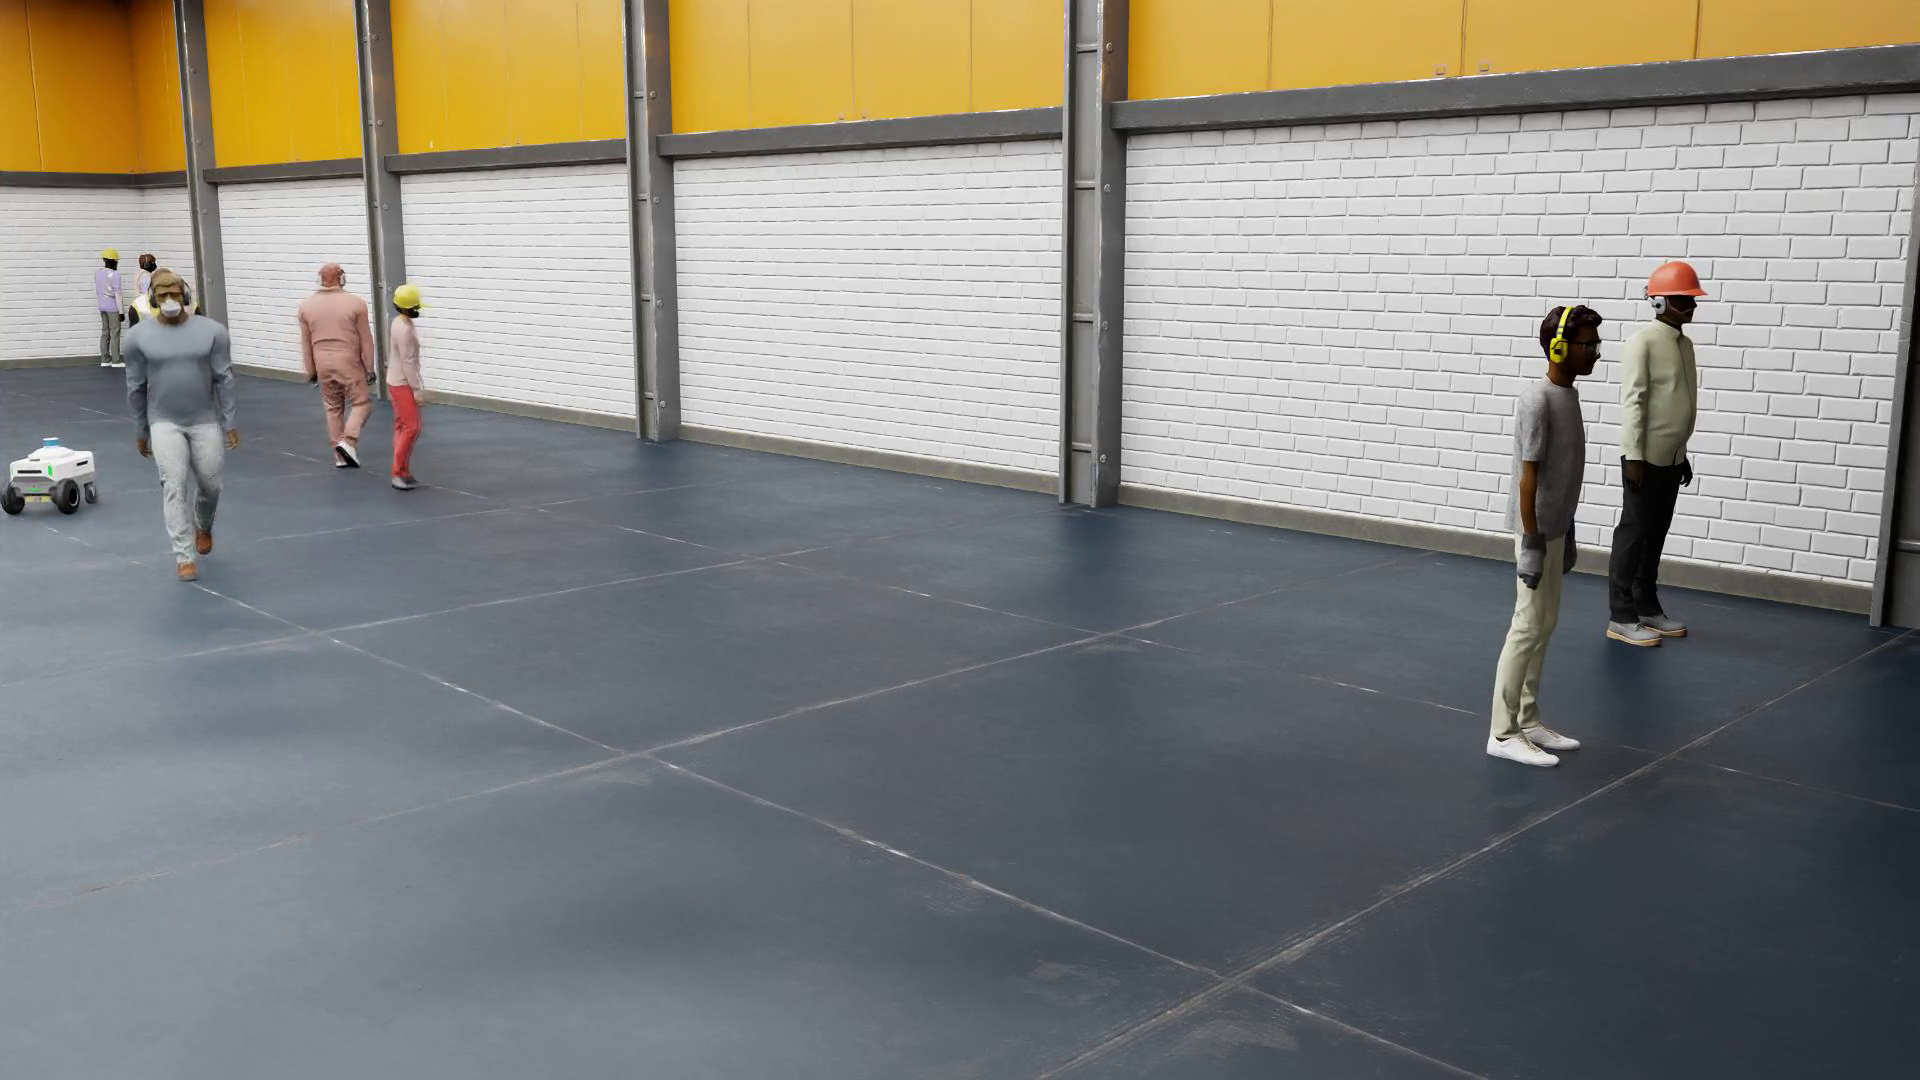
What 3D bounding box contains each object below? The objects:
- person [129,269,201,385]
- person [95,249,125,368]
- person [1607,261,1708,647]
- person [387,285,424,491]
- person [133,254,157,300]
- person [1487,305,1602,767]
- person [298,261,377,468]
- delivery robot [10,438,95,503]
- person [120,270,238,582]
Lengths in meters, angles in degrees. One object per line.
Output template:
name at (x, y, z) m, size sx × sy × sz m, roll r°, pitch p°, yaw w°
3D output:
person at (-7.654, -1.696, 16.043) m, size 0.649 × 1.808 × 0.859 m, roll -6°, pitch 12°, yaw -30°
person at (-13.710, -3.742, 26.901) m, size 0.582 × 1.918 × 0.404 m, roll 6°, pitch 12°, yaw 29°
person at (3.671, -0.454, 8.740) m, size 0.611 × 1.996 × 0.379 m, roll -9°, pitch 14°, yaw -41°
person at (-4.662, -1.280, 14.006) m, size 0.333 × 1.721 × 0.639 m, roll -4°, pitch 11°, yaw -22°
person at (-12.627, -3.532, 25.947) m, size 0.430 × 1.845 × 0.624 m, roll -8°, pitch 13°, yaw -36°
person at (2.377, -0.013, 6.732) m, size 0.323 × 1.858 × 0.510 m, roll 7°, pitch 13°, yaw 34°
person at (-5.646, -1.578, 15.131) m, size 0.663 × 1.893 × 0.576 m, roll 1°, pitch 10°, yaw 4°
delivery robot at (-7.057, -0.550, 12.943) m, size 0.477 × 0.478 × 0.707 m, roll 0°, pitch 10°, yaw -2°
person at (-4.901, -0.736, 10.485) m, size 0.631 × 1.921 × 0.748 m, roll -6°, pitch 12°, yaw -29°
